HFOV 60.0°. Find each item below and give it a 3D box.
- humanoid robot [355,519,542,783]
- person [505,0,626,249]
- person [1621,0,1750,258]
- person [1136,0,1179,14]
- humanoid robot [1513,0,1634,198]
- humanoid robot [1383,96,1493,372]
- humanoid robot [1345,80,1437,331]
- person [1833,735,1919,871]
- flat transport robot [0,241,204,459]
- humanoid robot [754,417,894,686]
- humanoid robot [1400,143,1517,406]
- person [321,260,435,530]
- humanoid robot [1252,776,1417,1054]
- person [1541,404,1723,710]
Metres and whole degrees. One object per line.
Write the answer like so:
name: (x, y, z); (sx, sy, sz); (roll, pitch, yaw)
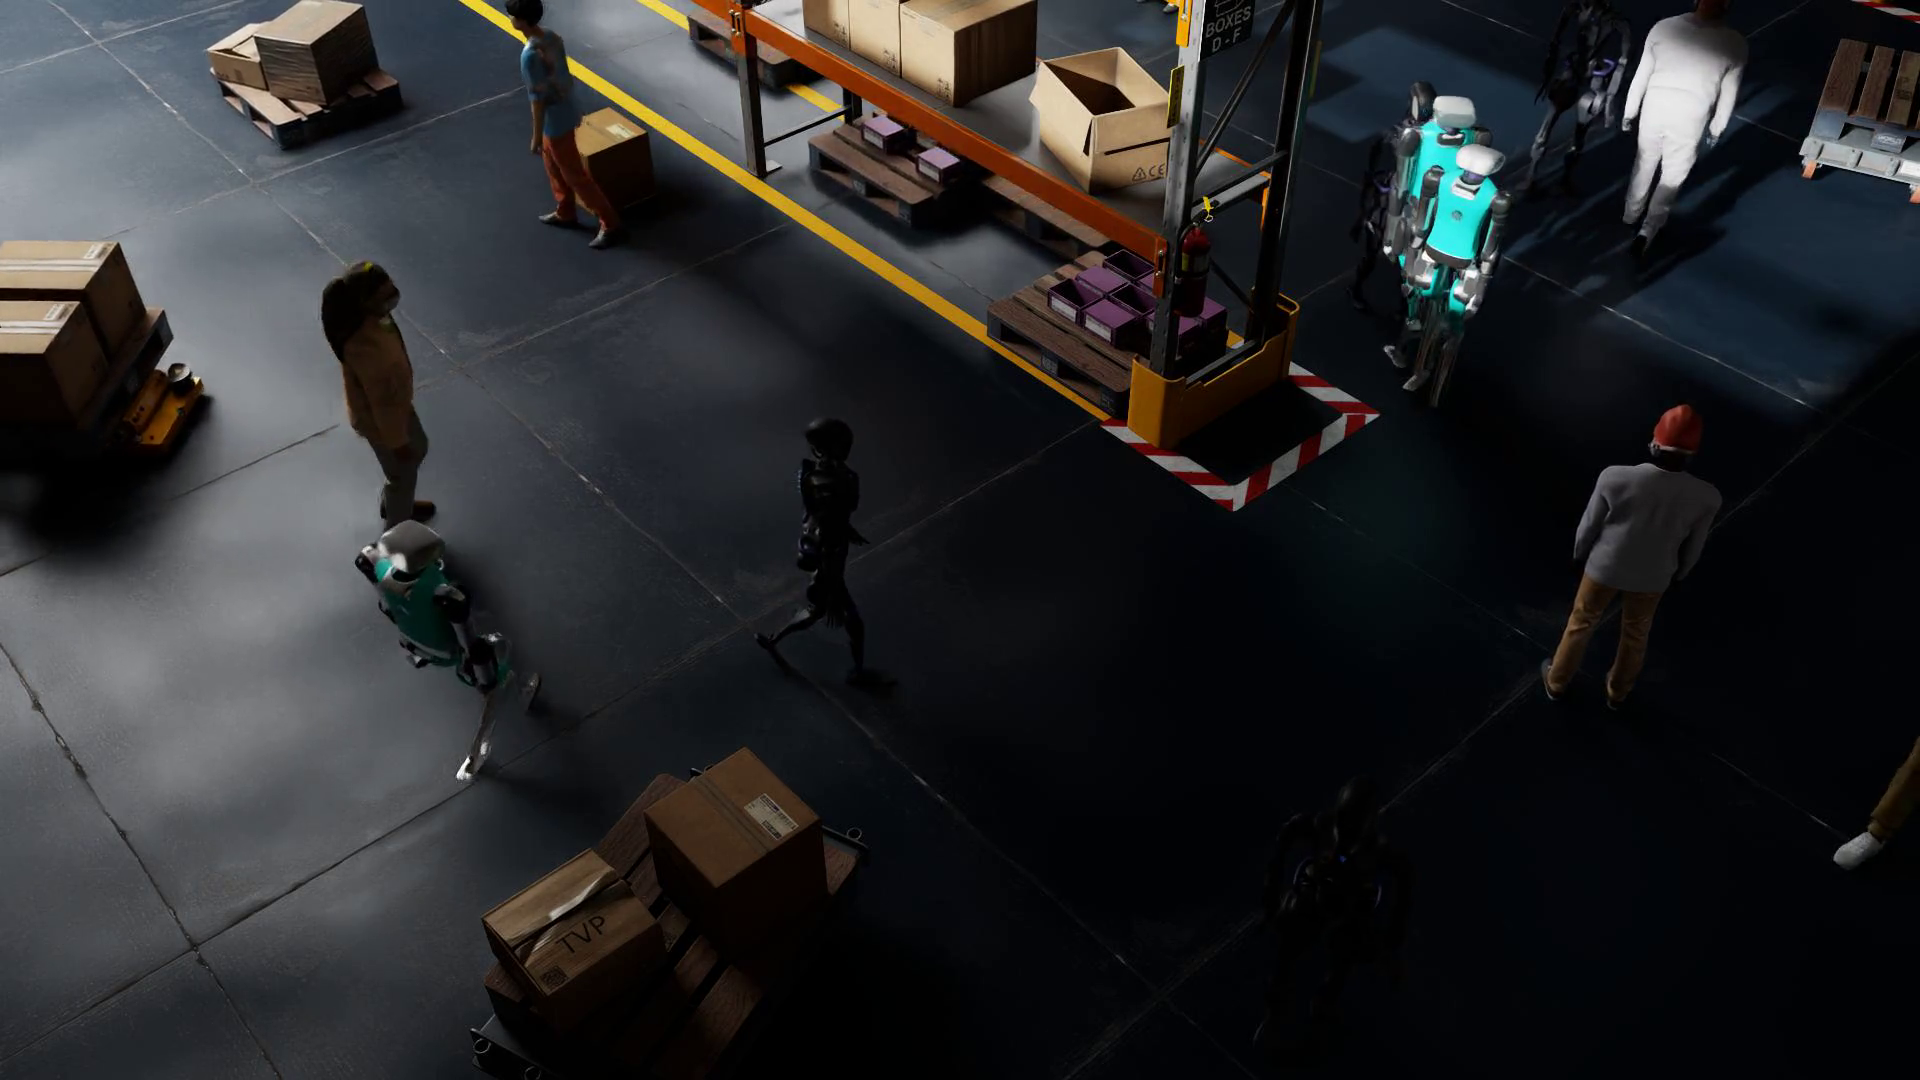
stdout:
humanoid robot: (-2.159, 0.405, 7.600); (0.596, 1.784, 0.972); (17, 45, 18)
person: (-2.623, -2.791, 11.055); (0.653, 1.733, 0.505); (2, 43, 2)
person: (4.697, -2.771, 10.937); (0.654, 1.877, 0.778); (23, 47, 23)
person: (1.764, -5.290, 13.693); (0.562, 1.836, 0.380); (34, 52, 31)
humanoid robot: (4.256, -3.098, 11.425); (0.590, 1.655, 0.429); (30, 51, 29)
humanoid robot: (2.805, -1.686, 9.862); (0.531, 1.817, 0.652); (-3, 43, -3)
humanoid robot: (2.736, -2.081, 10.329); (0.599, 1.632, 0.610); (-10, 44, -11)
person: (4.511, 0.687, 7.152); (0.978, 1.884, 0.553); (-24, 48, -24)
flat transport robot: (-5.372, -0.789, 9.953); (1.431, 0.231, 0.659); (1, 43, 1)
humanoid robot: (-0.692, 0.073, 8.012); (0.725, 1.649, 0.599); (2, 43, 2)
humanoid robot: (2.907, -1.546, 9.731); (0.556, 1.853, 0.695); (25, 48, 25)
person: (-2.971, -0.677, 8.670); (0.448, 1.848, 0.584); (-8, 43, -9)
humanoid robot: (1.458, 1.473, 6.453); (0.603, 1.653, 0.395); (18, 45, 18)
person: (3.194, 0.090, 7.910); (0.558, 1.743, 0.364); (9, 43, 10)
